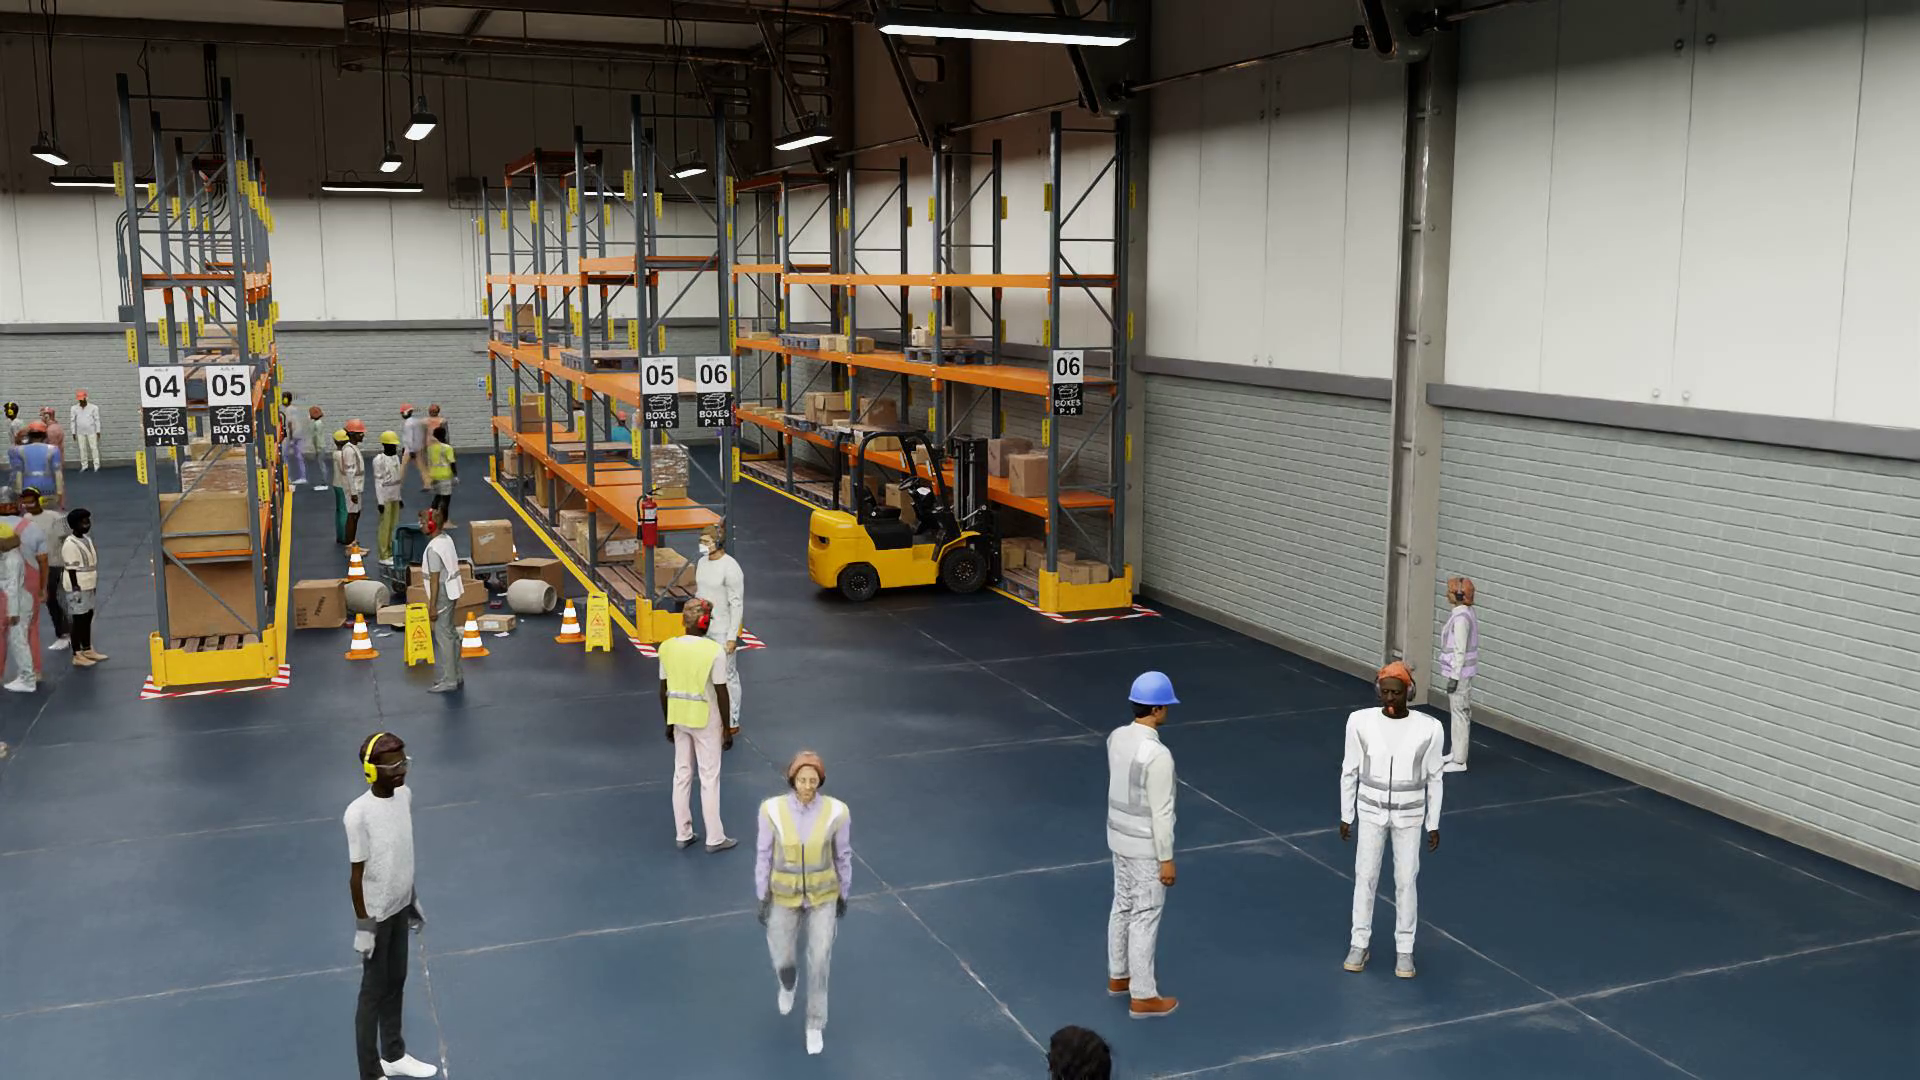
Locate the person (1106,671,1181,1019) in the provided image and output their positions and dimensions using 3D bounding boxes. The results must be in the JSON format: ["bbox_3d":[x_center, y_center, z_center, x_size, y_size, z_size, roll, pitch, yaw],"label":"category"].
[{"bbox_3d":[1.036,1.692,9.330,0.418,1.938,0.606,-3,10,-19],"label":"person"}]

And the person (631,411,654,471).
[{"bbox_3d":[-6.148,-1.944,32.567,0.612,1.822,0.408,-4,10,-25],"label":"person"}]

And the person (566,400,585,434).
[{"bbox_3d":[-7.873,-2.098,34.131,0.284,1.633,0.499,6,11,35],"label":"person"}]

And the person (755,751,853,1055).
[{"bbox_3d":[-0.836,1.905,8.936,0.532,1.622,0.459,-1,9,-4],"label":"person"}]

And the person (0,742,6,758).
[{"bbox_3d":[-8.424,0.939,14.229,0.337,1.882,0.584,-5,10,-27],"label":"person"}]

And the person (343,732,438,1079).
[{"bbox_3d":[-2.877,1.874,8.389,0.332,1.872,0.514,2,9,13],"label":"person"}]

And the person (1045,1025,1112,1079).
[{"bbox_3d":[0.394,2.425,5.597,0.551,1.643,0.877,-5,10,-30],"label":"person"}]

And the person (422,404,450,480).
[{"bbox_3d":[-10.222,-1.835,32.454,0.514,1.641,0.307,-2,9,-11],"label":"person"}]

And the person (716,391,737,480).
[{"bbox_3d":[-4.721,-2.130,33.677,0.429,1.842,0.632,-1,9,-9],"label":"person"}]

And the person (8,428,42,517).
[{"bbox_3d":[-15.597,-1.071,27.765,0.538,1.619,0.616,-5,10,-30],"label":"person"}]

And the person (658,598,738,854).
[{"bbox_3d":[-1.892,1.332,11.898,0.563,1.837,0.391,4,10,25],"label":"person"}]

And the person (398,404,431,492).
[{"bbox_3d":[-10.543,-1.740,31.702,0.891,1.690,0.545,0,9,-1],"label":"person"}]

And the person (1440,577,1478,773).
[{"bbox_3d":[4.150,1.119,13.859,0.309,1.641,0.513,3,10,20],"label":"person"}]

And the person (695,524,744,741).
[{"bbox_3d":[-2.167,0.815,14.840,0.373,1.940,0.628,-8,12,-41],"label":"person"}]

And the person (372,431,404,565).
[{"bbox_3d":[-8.153,-0.607,23.824,0.382,1.924,0.594,2,9,10],"label":"person"}]

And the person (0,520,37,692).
[{"bbox_3d":[-9.391,0.654,16.494,0.339,1.737,0.525,-6,11,-34],"label":"person"}]

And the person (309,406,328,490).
[{"bbox_3d":[-12.383,-1.772,32.105,0.277,1.627,0.502,-4,10,-21],"label":"person"}]

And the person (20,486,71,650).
[{"bbox_3d":[-10.047,0.310,18.312,0.558,1.839,0.460,2,9,10],"label":"person"}]

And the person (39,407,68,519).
[{"bbox_3d":[-15.452,-1.307,28.296,0.403,1.906,0.651,-4,10,-21],"label":"person"}]

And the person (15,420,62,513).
[{"bbox_3d":[-13.491,-0.743,24.394,0.628,2.026,0.490,-3,10,-19],"label":"person"}]

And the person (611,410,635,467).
[{"bbox_3d":[-6.052,-1.456,29.763,0.565,1.733,0.689,-5,10,-27],"label":"person"}]

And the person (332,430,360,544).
[{"bbox_3d":[-9.499,-0.817,25.643,0.305,1.772,0.527,-6,11,-34],"label":"person"}]

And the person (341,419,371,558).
[{"bbox_3d":[-8.878,-0.760,24.472,0.413,2.036,0.606,-2,9,-11],"label":"person"}]

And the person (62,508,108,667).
[{"bbox_3d":[-9.305,0.500,17.610,0.319,1.689,0.539,-1,9,-8],"label":"person"}]

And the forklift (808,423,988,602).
[{"bbox_3d":[-0.830,-0.399,21.676,2.313,2.155,1.214,-4,10,-21],"label":"forklift"}]

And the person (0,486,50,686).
[{"bbox_3d":[-9.599,0.447,16.834,0.689,2.000,0.535,-7,11,-36],"label":"person"}]

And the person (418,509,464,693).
[{"bbox_3d":[-5.149,0.594,16.565,0.393,1.836,0.561,-1,9,-5],"label":"person"}]

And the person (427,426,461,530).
[{"bbox_3d":[-8.421,-1.001,27.087,0.661,1.686,0.340,6,11,35],"label":"person"}]

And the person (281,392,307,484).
[{"bbox_3d":[-13.340,-2.015,32.947,0.786,1.837,0.542,0,9,-3],"label":"person"}]

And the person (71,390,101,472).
[{"bbox_3d":[-18.390,-2.284,34.976,0.577,1.737,0.355,-2,9,-11],"label":"person"}]

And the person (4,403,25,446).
[{"bbox_3d":[-16.935,-1.537,29.878,0.310,1.864,0.534,-3,10,-19],"label":"person"}]

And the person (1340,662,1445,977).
[{"bbox_3d":[2.539,1.639,9.819,0.584,1.882,0.337,3,10,19],"label":"person"}]
